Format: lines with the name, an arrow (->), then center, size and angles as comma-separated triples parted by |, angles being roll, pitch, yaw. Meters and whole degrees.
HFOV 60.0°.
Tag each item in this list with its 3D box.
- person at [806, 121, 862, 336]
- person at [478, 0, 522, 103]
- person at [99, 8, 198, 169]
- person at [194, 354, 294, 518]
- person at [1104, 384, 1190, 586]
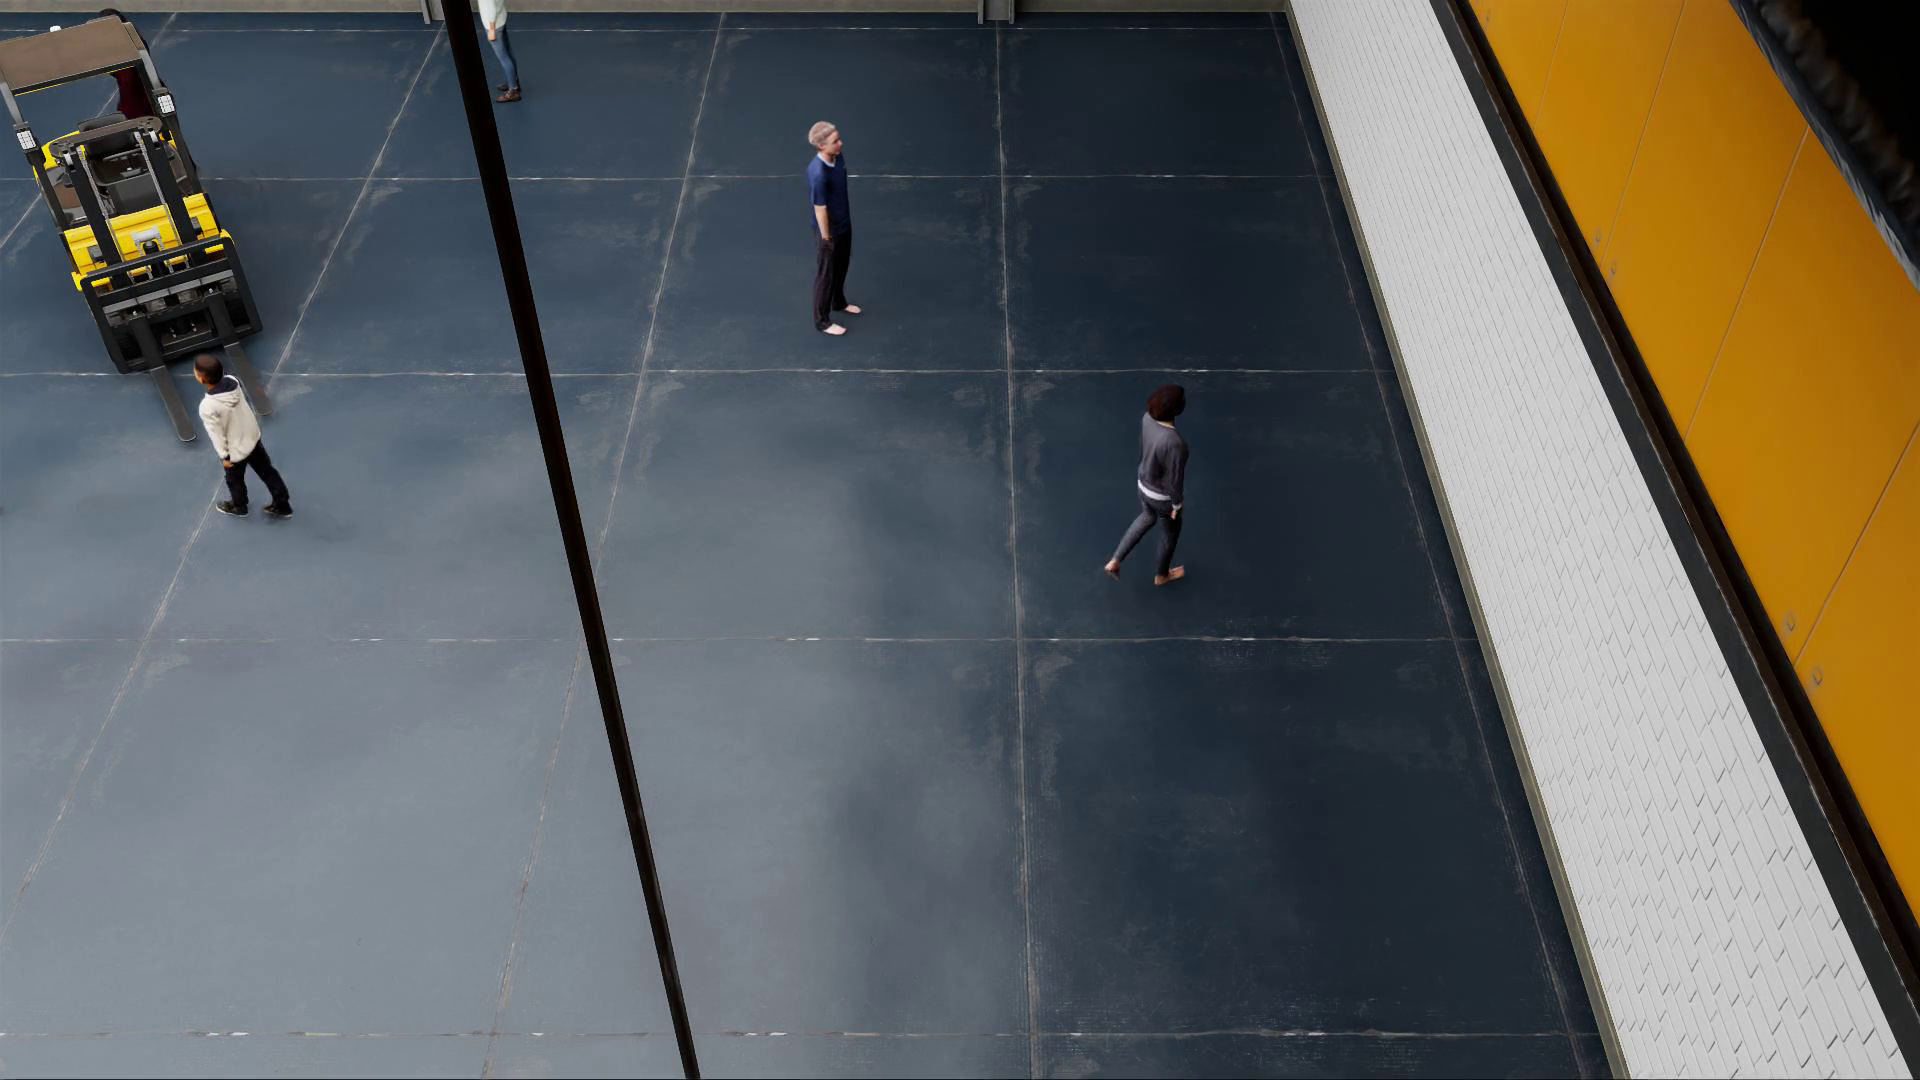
person -> -1.054, -2.545, 13.468 | 0.665, 1.870, 0.721 | 14, 45, 14
person -> -4.560, -5.108, 16.322 | 0.516, 1.644, 0.584 | -3, 44, -3
person -> -7.292, -3.967, 15.053 | 0.796, 1.741, 0.686 | 2, 44, 2
person -> -5.070, -0.687, 11.833 | 0.873, 1.435, 0.738 | 13, 45, 13
person -> 1.284, -0.322, 11.218 | 0.976, 1.755, 0.872 | -24, 49, -23
